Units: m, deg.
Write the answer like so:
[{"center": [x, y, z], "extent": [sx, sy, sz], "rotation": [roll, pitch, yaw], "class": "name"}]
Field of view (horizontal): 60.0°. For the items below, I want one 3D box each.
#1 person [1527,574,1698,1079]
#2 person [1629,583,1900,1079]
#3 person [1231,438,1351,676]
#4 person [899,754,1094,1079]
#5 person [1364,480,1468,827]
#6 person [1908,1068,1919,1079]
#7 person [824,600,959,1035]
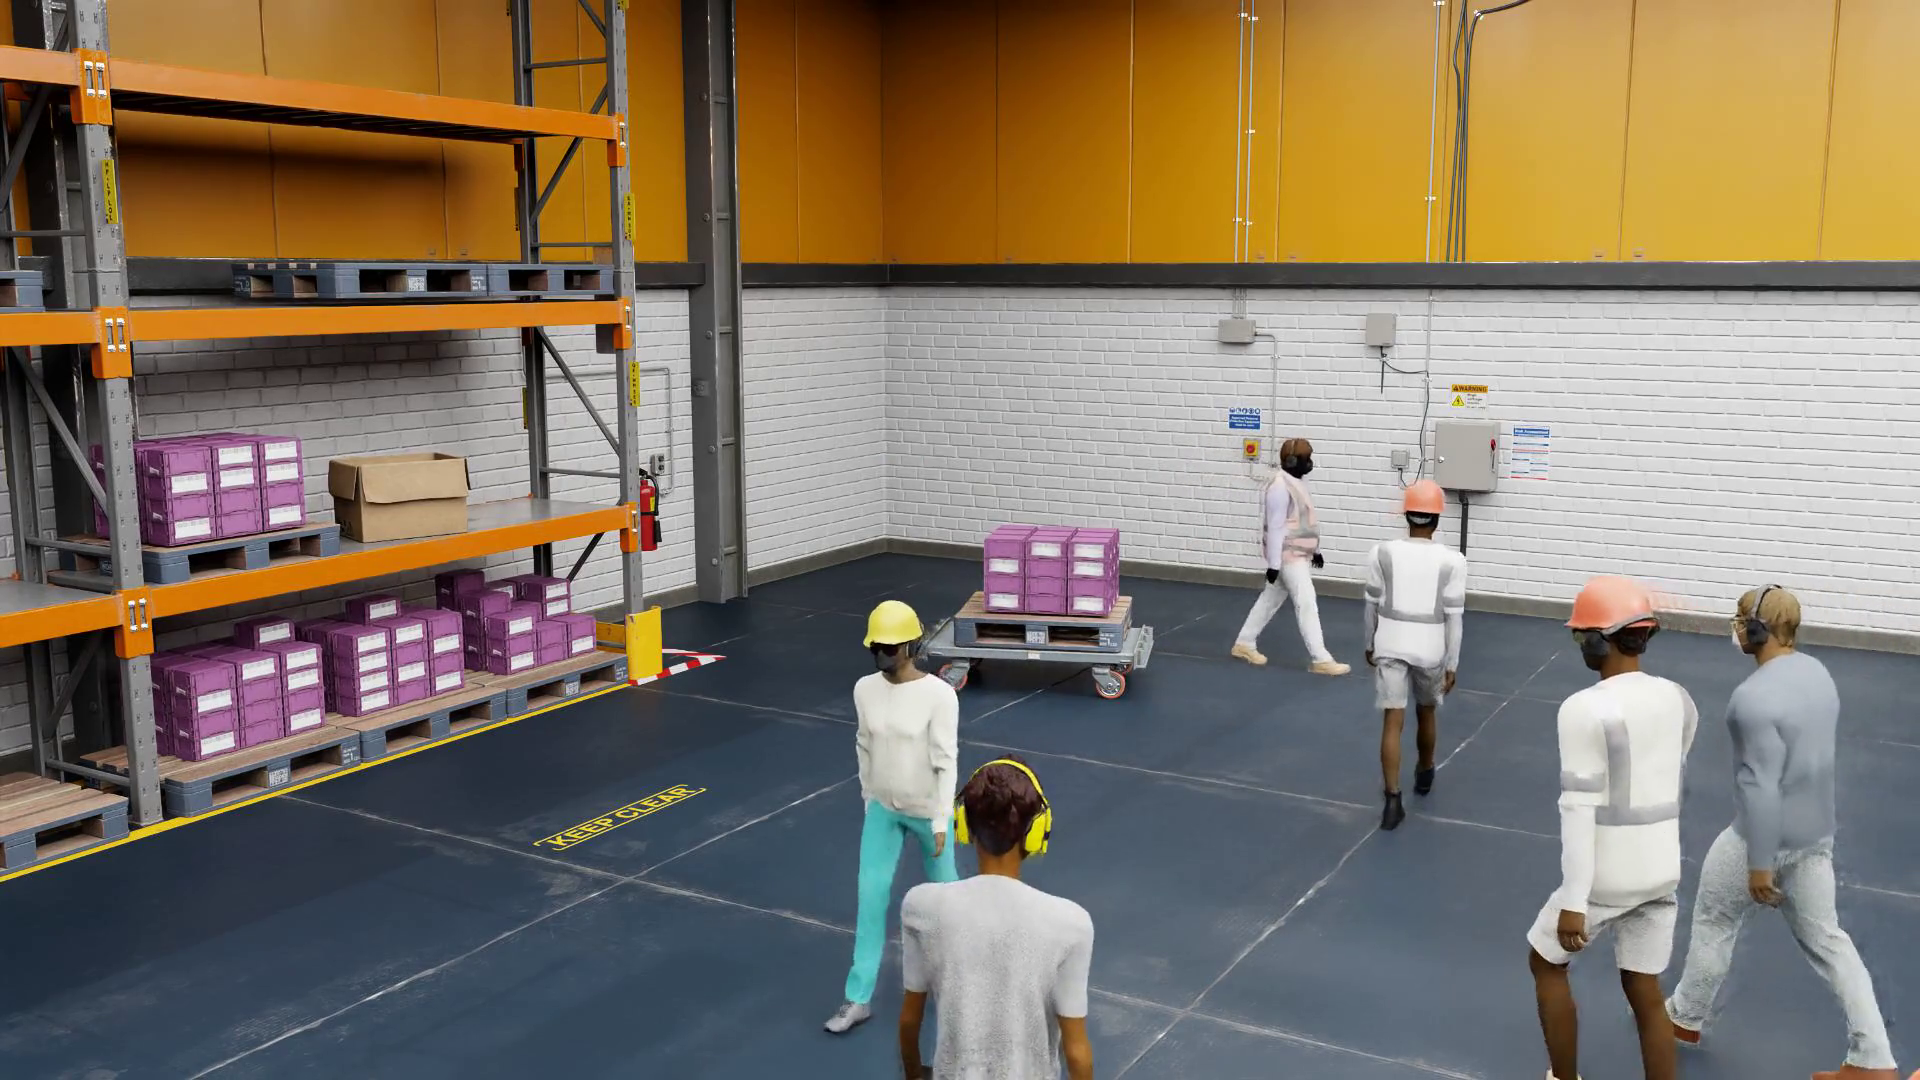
[{"center": [2.201, 1.123, 5.706], "extent": [0.687, 2.009, 0.722], "rotation": [-5, 10, -28], "class": "person"}, {"center": [3.109, 1.109, 6.227], "extent": [0.640, 1.887, 1.000], "rotation": [-6, 11, -35], "class": "person"}, {"center": [2.510, 0.111, 12.709], "extent": [0.950, 1.804, 0.630], "rotation": [4, 10, 21], "class": "person"}, {"center": [0.124, 1.433, 4.298], "extent": [0.567, 1.840, 0.705], "rotation": [2, 9, 13], "class": "person"}, {"center": [2.551, 0.601, 9.360], "extent": [0.547, 1.884, 0.996], "rotation": [3, 10, 17], "class": "person"}, {"center": [1.469, 1.717, 2.364], "extent": [0.557, 1.905, 0.818], "rotation": [1, 9, 9], "class": "person"}, {"center": [-0.213, 1.088, 6.829], "extent": [0.534, 1.723, 0.901], "rotation": [5, 10, 28], "class": "person"}]
